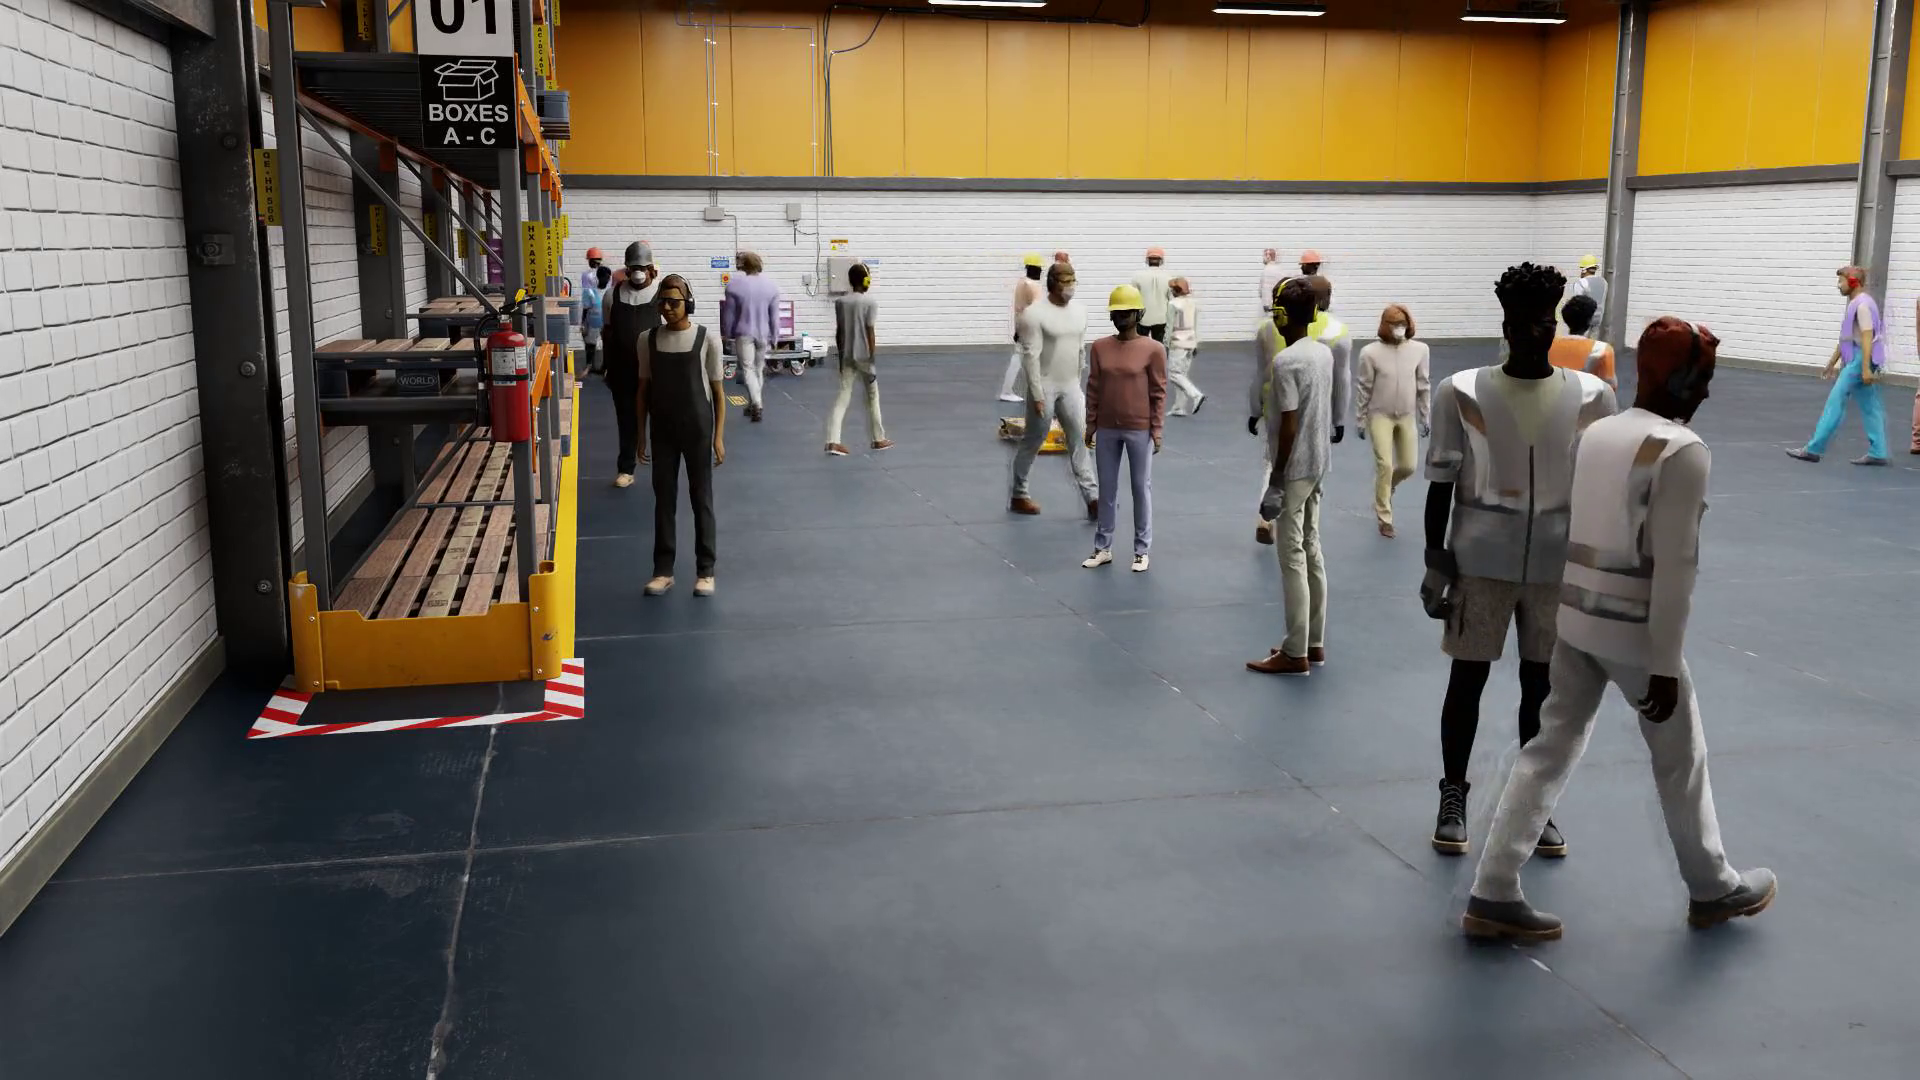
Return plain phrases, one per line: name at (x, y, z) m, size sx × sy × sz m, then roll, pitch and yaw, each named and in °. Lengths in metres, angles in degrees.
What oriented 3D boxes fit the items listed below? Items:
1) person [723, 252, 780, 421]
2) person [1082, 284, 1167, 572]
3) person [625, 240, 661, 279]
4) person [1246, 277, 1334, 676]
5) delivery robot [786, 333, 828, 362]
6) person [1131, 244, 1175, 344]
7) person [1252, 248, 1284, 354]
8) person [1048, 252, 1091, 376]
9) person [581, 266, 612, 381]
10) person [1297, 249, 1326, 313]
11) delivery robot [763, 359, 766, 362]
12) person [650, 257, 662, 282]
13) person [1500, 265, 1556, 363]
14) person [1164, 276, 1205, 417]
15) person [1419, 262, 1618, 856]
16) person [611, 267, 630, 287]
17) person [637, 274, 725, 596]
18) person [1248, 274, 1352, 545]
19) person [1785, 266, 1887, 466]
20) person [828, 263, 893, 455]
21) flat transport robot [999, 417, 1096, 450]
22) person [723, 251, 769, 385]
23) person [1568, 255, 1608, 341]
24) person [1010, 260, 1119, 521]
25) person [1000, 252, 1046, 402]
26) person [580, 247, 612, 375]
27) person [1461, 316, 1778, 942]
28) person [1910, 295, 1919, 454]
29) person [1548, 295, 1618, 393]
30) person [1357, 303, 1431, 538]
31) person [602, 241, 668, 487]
person at (-2.341, -2.307, 18.865) m, size 0.628 × 1.911 × 0.952 m, roll -5°, pitch 11°, yaw -26°
person at (1.011, -0.685, 10.260) m, size 0.523 × 1.769 × 0.315 m, roll 5°, pitch 12°, yaw 27°
person at (-5.246, -3.947, 27.627) m, size 0.611 × 2.030 × 0.409 m, roll -5°, pitch 11°, yaw -27°
person at (1.558, -0.290, 7.805) m, size 0.335 × 1.865 × 0.519 m, roll 7°, pitch 13°, yaw 35°
delivery robot at (-2.463, -3.059, 26.515) m, size 0.707 × 0.478 × 0.477 m, roll -7°, pitch 12°, yaw -35°
person at (2.557, -2.935, 22.152) m, size 0.642 × 1.972 × 0.465 m, roll -1°, pitch 10°, yaw -3°
person at (5.465, -4.232, 29.596) m, size 0.499 × 1.892 × 0.646 m, roll 8°, pitch 13°, yaw 36°
person at (1.588, -3.334, 24.716) m, size 0.923 × 1.841 × 0.606 m, roll -4°, pitch 11°, yaw -19°
person at (-5.210, -3.130, 24.046) m, size 0.552 × 1.670 × 0.601 m, roll -5°, pitch 11°, yaw -23°
person at (4.356, -2.659, 20.769) m, size 0.403 × 1.918 × 0.565 m, roll 3°, pitch 11°, yaw 18°
delivery robot at (-3.178, -3.025, 26.323) m, size 0.707 × 0.478 × 0.477 m, roll -1°, pitch 10°, yaw -8°
person at (-4.251, -2.980, 22.870) m, size 0.598 × 1.809 × 0.738 m, roll -9°, pitch 14°, yaw -42°
person at (4.937, -1.532, 14.821) m, size 0.646 × 1.818 × 0.725 m, roll -9°, pitch 14°, yaw -42°
person at (2.594, -2.204, 19.051) m, size 0.549 × 1.621 × 0.538 m, roll 10°, pitch 14°, yaw 43°
person at (1.837, 0.073, 5.507) m, size 0.612 × 1.965 × 0.361 m, roll 1°, pitch 10°, yaw 6°
person at (-4.823, -3.322, 24.386) m, size 0.653 × 1.943 × 0.525 m, roll -2°, pitch 10°, yaw -12°
person at (-1.597, -0.591, 9.522) m, size 0.511 × 1.844 × 0.328 m, roll 1°, pitch 10°, yaw 6°
person at (2.209, -0.806, 10.809) m, size 0.672 × 1.815 × 0.437 m, roll 6°, pitch 12°, yaw 30°
person at (8.022, -1.575, 15.095) m, size 0.926 × 1.794 × 0.580 m, roll 6°, pitch 12°, yaw 28°
person at (-0.988, -1.725, 15.899) m, size 0.540 × 1.818 × 0.971 m, roll 6°, pitch 12°, yaw 30°
flat transport robot at (0.851, -1.061, 16.491) m, size 0.652 × 0.197 × 1.431 m, roll -2°, pitch 10°, yaw -11°
person at (-3.011, -3.049, 23.048) m, size 0.809 × 1.873 × 0.643 m, roll 8°, pitch 13°, yaw 36°
person at (8.702, -3.042, 23.136) m, size 0.588 × 1.833 × 0.404 m, roll -6°, pitch 12°, yaw -29°
person at (0.719, -1.075, 12.096) m, size 0.645 × 1.877 × 1.057 m, roll -7°, pitch 13°, yaw -35°
person at (0.952, -2.676, 20.984) m, size 0.996 × 1.870 × 0.617 m, roll -2°, pitch 10°, yaw -10°
person at (-5.546, -3.460, 25.200) m, size 0.570 × 1.919 × 0.650 m, roll -9°, pitch 14°, yaw -42°
person at (1.938, 0.276, 4.801) m, size 1.014 × 1.830 × 0.598 m, roll -3°, pitch 11°, yaw -16°
person at (9.246, -1.717, 15.612) m, size 0.408 × 1.903 × 0.638 m, roll 0°, pitch 10°, yaw -3°
person at (4.159, -0.807, 11.211) m, size 0.547 × 1.669 × 0.762 m, roll 9°, pitch 13°, yaw 39°
person at (2.992, -0.844, 11.551) m, size 0.511 × 1.612 × 0.519 m, roll -1°, pitch 10°, yaw -5°
person at (-2.626, -1.440, 13.683) m, size 0.682 × 2.000 × 0.535 m, roll 1°, pitch 10°, yaw 6°
